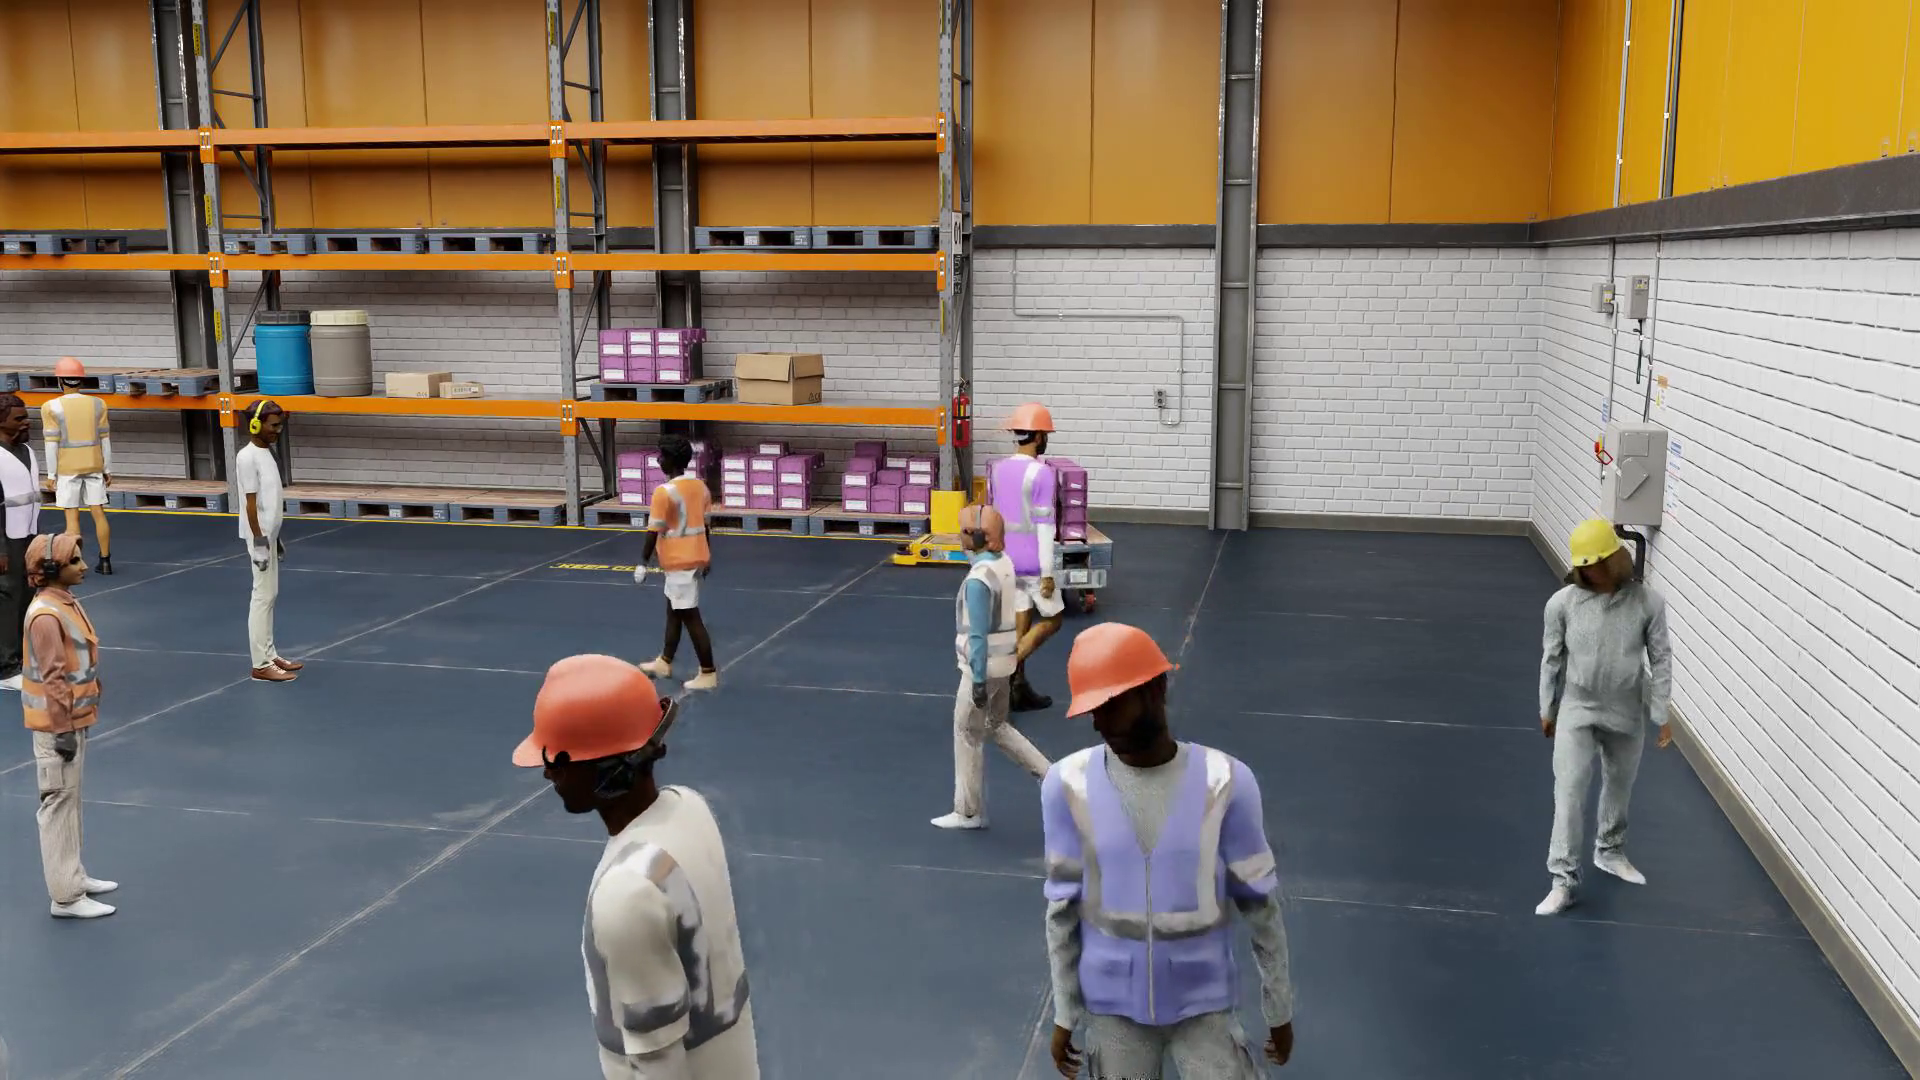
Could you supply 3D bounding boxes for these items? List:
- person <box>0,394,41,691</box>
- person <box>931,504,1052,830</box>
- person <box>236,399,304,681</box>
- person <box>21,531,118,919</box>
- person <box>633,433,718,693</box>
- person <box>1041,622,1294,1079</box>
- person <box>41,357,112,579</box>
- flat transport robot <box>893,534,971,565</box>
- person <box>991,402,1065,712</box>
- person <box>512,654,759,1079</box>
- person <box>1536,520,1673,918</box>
[{"bbox_3d":[-6.147,0.010,10.805,0.390,1.920,0.588,-1,10,-5],"label":"person"},{"bbox_3d":[0.187,0.625,8.038,0.590,1.620,0.523,3,10,19],"label":"person"},{"bbox_3d":[-4.591,0.000,11.031,0.328,1.865,0.520,-2,10,-12],"label":"person"},{"bbox_3d":[-3.807,0.779,7.076,0.314,1.641,0.515,-4,10,-21],"label":"person"},{"bbox_3d":[-1.886,0.150,10.739,0.793,1.662,0.547,4,10,20],"label":"person"},{"bbox_3d":[0.528,1.142,4.213,0.671,1.889,0.388,2,10,10],"label":"person"},{"bbox_3d":[-7.703,-0.627,14.521,0.356,1.937,0.552,8,12,39],"label":"person"},{"bbox_3d":[0.159,0.092,15.194,1.431,0.197,0.652,2,10,11],"label":"flat transport robot"},{"bbox_3d":[0.382,0.123,10.123,0.504,1.919,0.557,-7,12,-36],"label":"person"},{"bbox_3d":[-0.525,1.203,3.601,1.013,1.988,0.661,1,10,4],"label":"person"},{"bbox_3d":[2.782,0.738,7.215,0.535,1.696,0.741,2,10,11],"label":"person"}]
